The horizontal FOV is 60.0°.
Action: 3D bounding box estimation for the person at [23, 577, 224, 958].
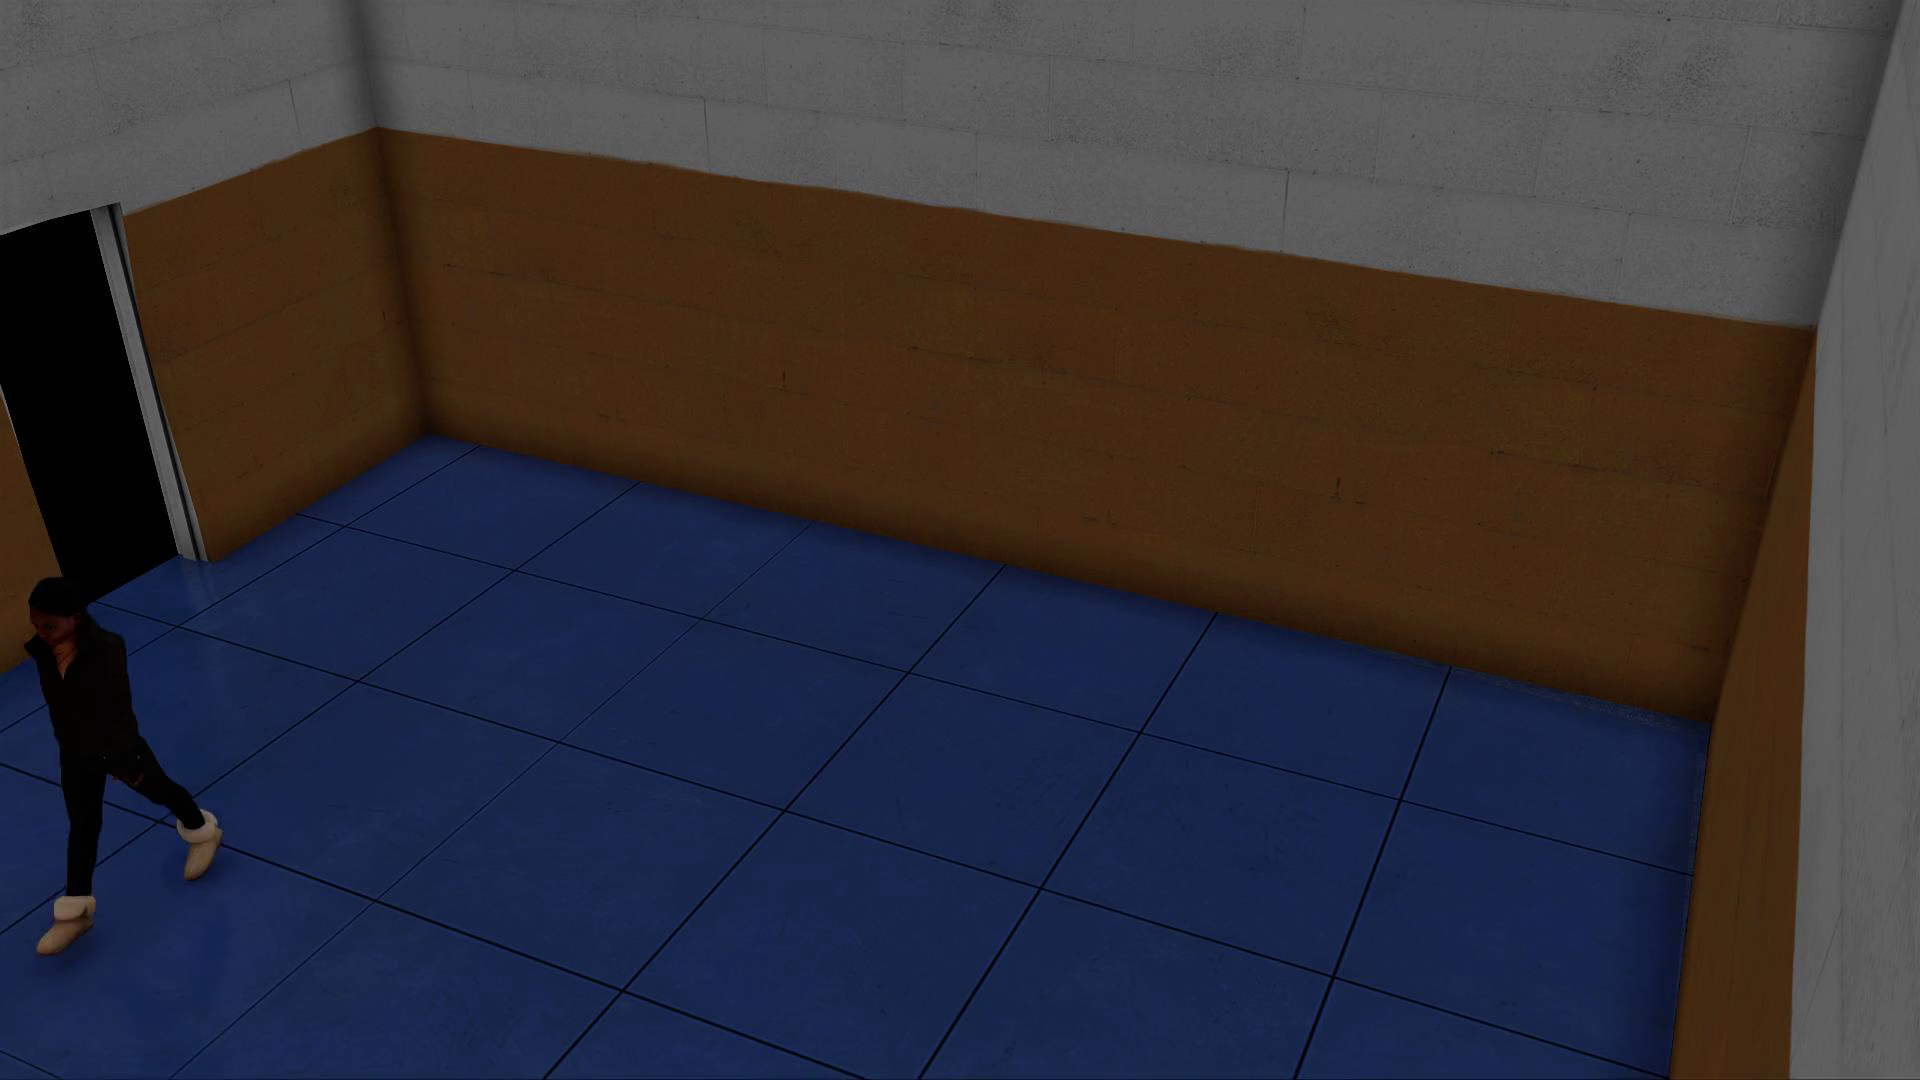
[{"bbox_3d":[-3.630,0.952,6.922,0.844,1.643,1.121,-24,37,-37],"label":"person"}]
